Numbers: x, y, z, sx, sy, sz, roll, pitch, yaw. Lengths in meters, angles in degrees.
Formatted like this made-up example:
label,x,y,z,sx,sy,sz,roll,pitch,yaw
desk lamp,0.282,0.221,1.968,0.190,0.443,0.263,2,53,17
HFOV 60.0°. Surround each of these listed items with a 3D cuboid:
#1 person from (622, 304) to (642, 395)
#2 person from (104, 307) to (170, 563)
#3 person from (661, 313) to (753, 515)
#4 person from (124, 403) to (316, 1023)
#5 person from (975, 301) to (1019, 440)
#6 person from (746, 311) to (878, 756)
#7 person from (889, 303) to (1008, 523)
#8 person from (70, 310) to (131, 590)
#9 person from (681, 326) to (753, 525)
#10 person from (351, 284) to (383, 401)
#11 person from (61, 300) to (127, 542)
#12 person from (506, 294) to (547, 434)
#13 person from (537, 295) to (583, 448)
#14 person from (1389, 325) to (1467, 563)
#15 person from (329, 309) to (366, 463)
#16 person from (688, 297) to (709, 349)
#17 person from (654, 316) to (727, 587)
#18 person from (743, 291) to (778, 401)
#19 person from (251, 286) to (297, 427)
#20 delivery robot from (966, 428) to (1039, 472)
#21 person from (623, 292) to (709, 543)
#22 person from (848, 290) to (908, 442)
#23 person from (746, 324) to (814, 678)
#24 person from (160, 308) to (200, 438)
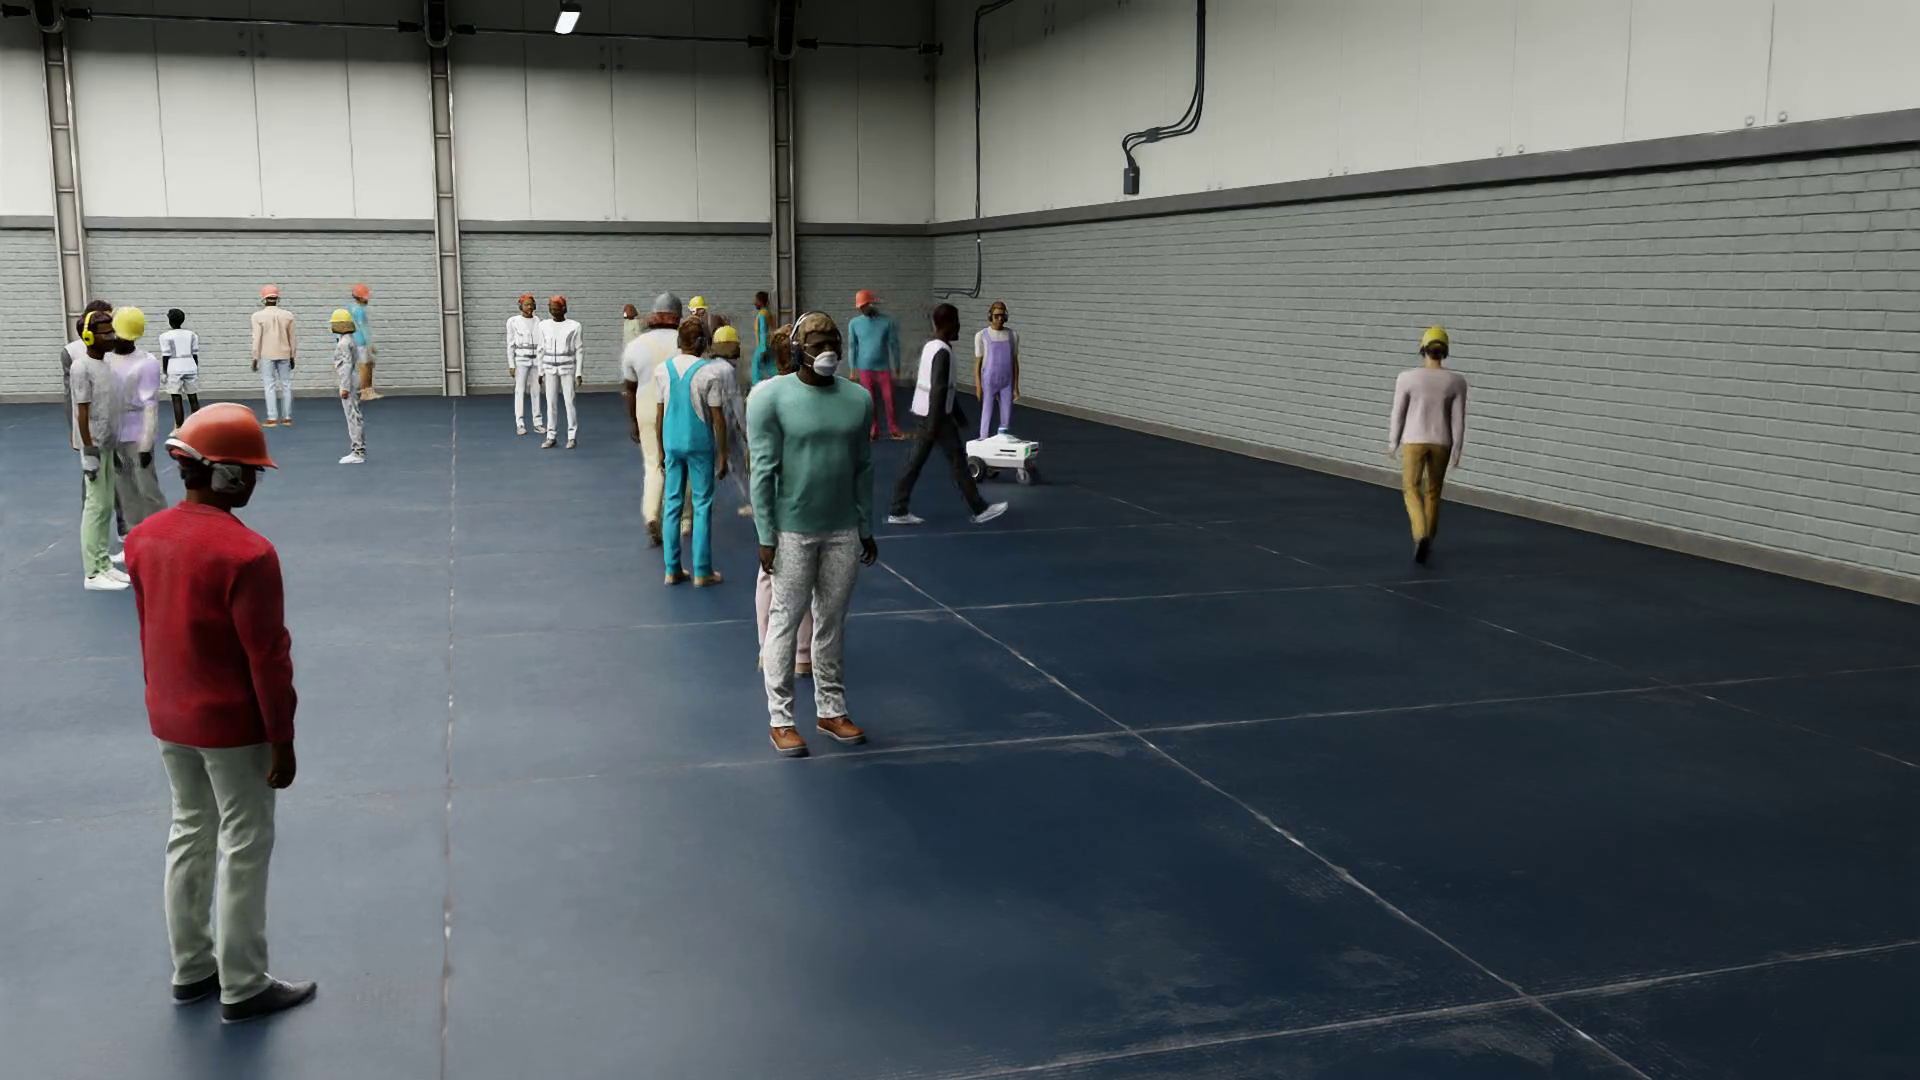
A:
label,x,y,z,sx,sy,sz,roll,pitch,yaw
person,-5.873,-3.397,29.773,0.268,1.632,0.506,-8,12,-41
person,-5.977,-0.739,12.044,0.697,1.882,0.377,6,11,35
person,-2.144,-1.096,14.633,1.010,1.785,0.639,-1,9,-4
person,-2.059,0.485,4.683,0.574,1.738,0.352,5,10,28
person,0.413,-1.711,18.392,0.501,1.838,0.341,-3,9,-17
person,-0.635,-0.034,7.349,0.629,1.940,0.379,-6,11,-35
person,-0.132,-1.054,14.079,1.039,1.869,0.592,-2,9,-12
person,-5.773,-0.602,11.192,0.329,1.871,0.513,-1,9,-9
person,-1.971,-0.946,13.972,0.950,1.686,0.490,-3,9,-17
person,-10.180,-3.355,28.427,0.427,1.989,0.701,-3,10,-21
person,-6.645,-0.901,12.944,0.378,1.917,0.598,6,11,34
person,-5.803,-2.363,22.390,0.575,1.883,0.355,-7,11,-38
person,-4.920,-2.063,20.458,0.573,1.887,0.355,1,9,5
person,3.468,-0.713,12.287,0.521,1.740,0.782,0,9,2
person,-6.954,-1.742,18.865,0.324,1.743,0.490,-2,9,-11
person,-3.789,-2.604,24.094,0.404,1.830,0.614,1,9,6
person,-1.814,-0.590,11.237,0.514,1.836,0.355,2,9,15
person,-3.265,-3.280,28.232,0.878,1.890,0.601,1,9,7
person,-9.726,-2.586,23.565,0.448,1.992,0.652,8,12,41
delivery robot,0.437,-0.903,16.994,0.707,0.478,0.477,4,10,23
person,-2.329,-1.008,13.237,0.683,2.000,0.970,0,9,-3
person,-1.072,-2.210,21.215,0.711,1.943,0.524,-1,9,-4
person,-0.888,-0.201,8.713,0.516,1.843,0.325,6,11,35
person,-10.258,-2.193,21.888,0.321,1.697,0.530,6,11,33
